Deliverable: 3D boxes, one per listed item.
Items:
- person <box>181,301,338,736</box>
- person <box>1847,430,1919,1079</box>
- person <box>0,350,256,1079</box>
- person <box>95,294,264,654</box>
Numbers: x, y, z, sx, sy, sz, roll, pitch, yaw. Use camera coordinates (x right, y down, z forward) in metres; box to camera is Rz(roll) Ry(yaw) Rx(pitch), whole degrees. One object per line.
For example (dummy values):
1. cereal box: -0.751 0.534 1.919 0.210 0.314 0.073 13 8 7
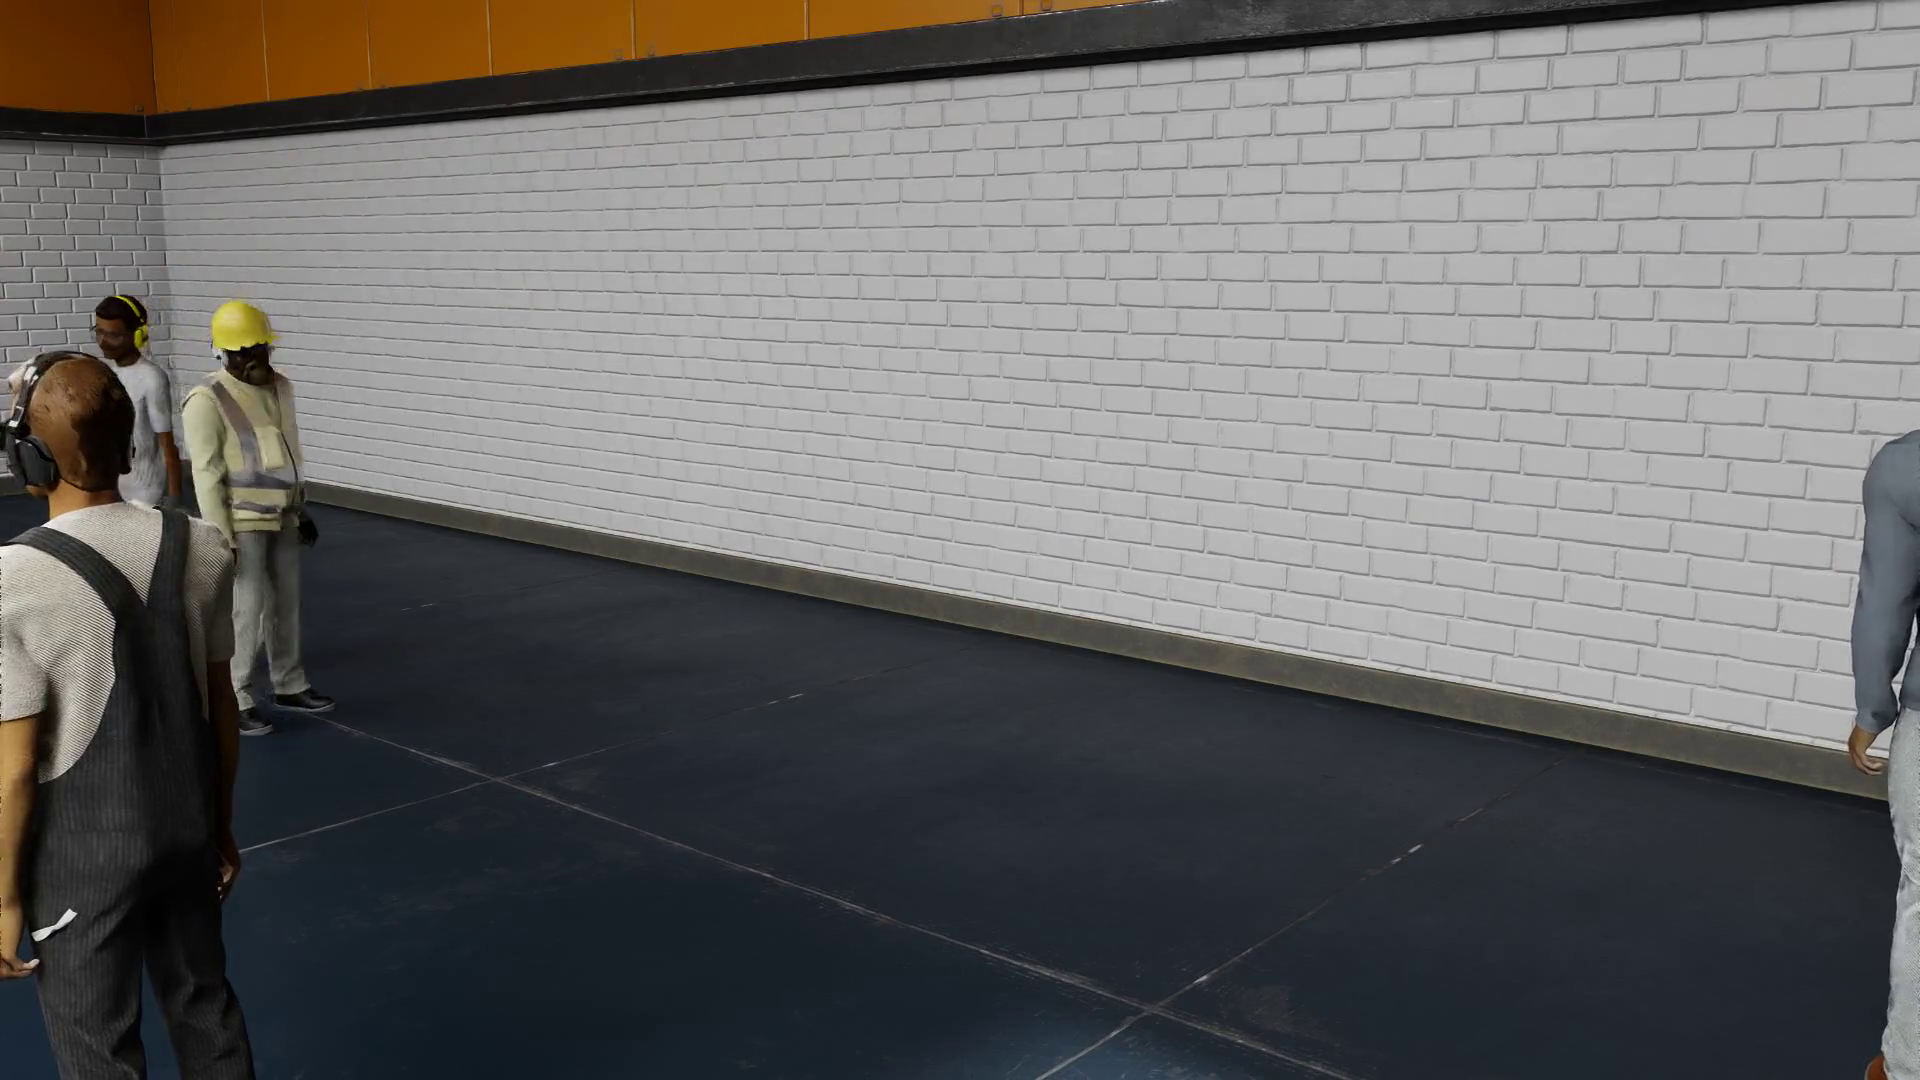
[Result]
1. person: -2.946 -0.089 6.989 0.407 1.801 0.663 2 10 13
2. person: 2.333 0.412 3.738 0.628 1.934 0.375 4 11 24
3. person: -1.542 0.580 3.037 0.346 1.847 0.507 5 11 27
4. person: -3.630 -0.209 7.591 0.517 1.831 0.866 10 14 44
